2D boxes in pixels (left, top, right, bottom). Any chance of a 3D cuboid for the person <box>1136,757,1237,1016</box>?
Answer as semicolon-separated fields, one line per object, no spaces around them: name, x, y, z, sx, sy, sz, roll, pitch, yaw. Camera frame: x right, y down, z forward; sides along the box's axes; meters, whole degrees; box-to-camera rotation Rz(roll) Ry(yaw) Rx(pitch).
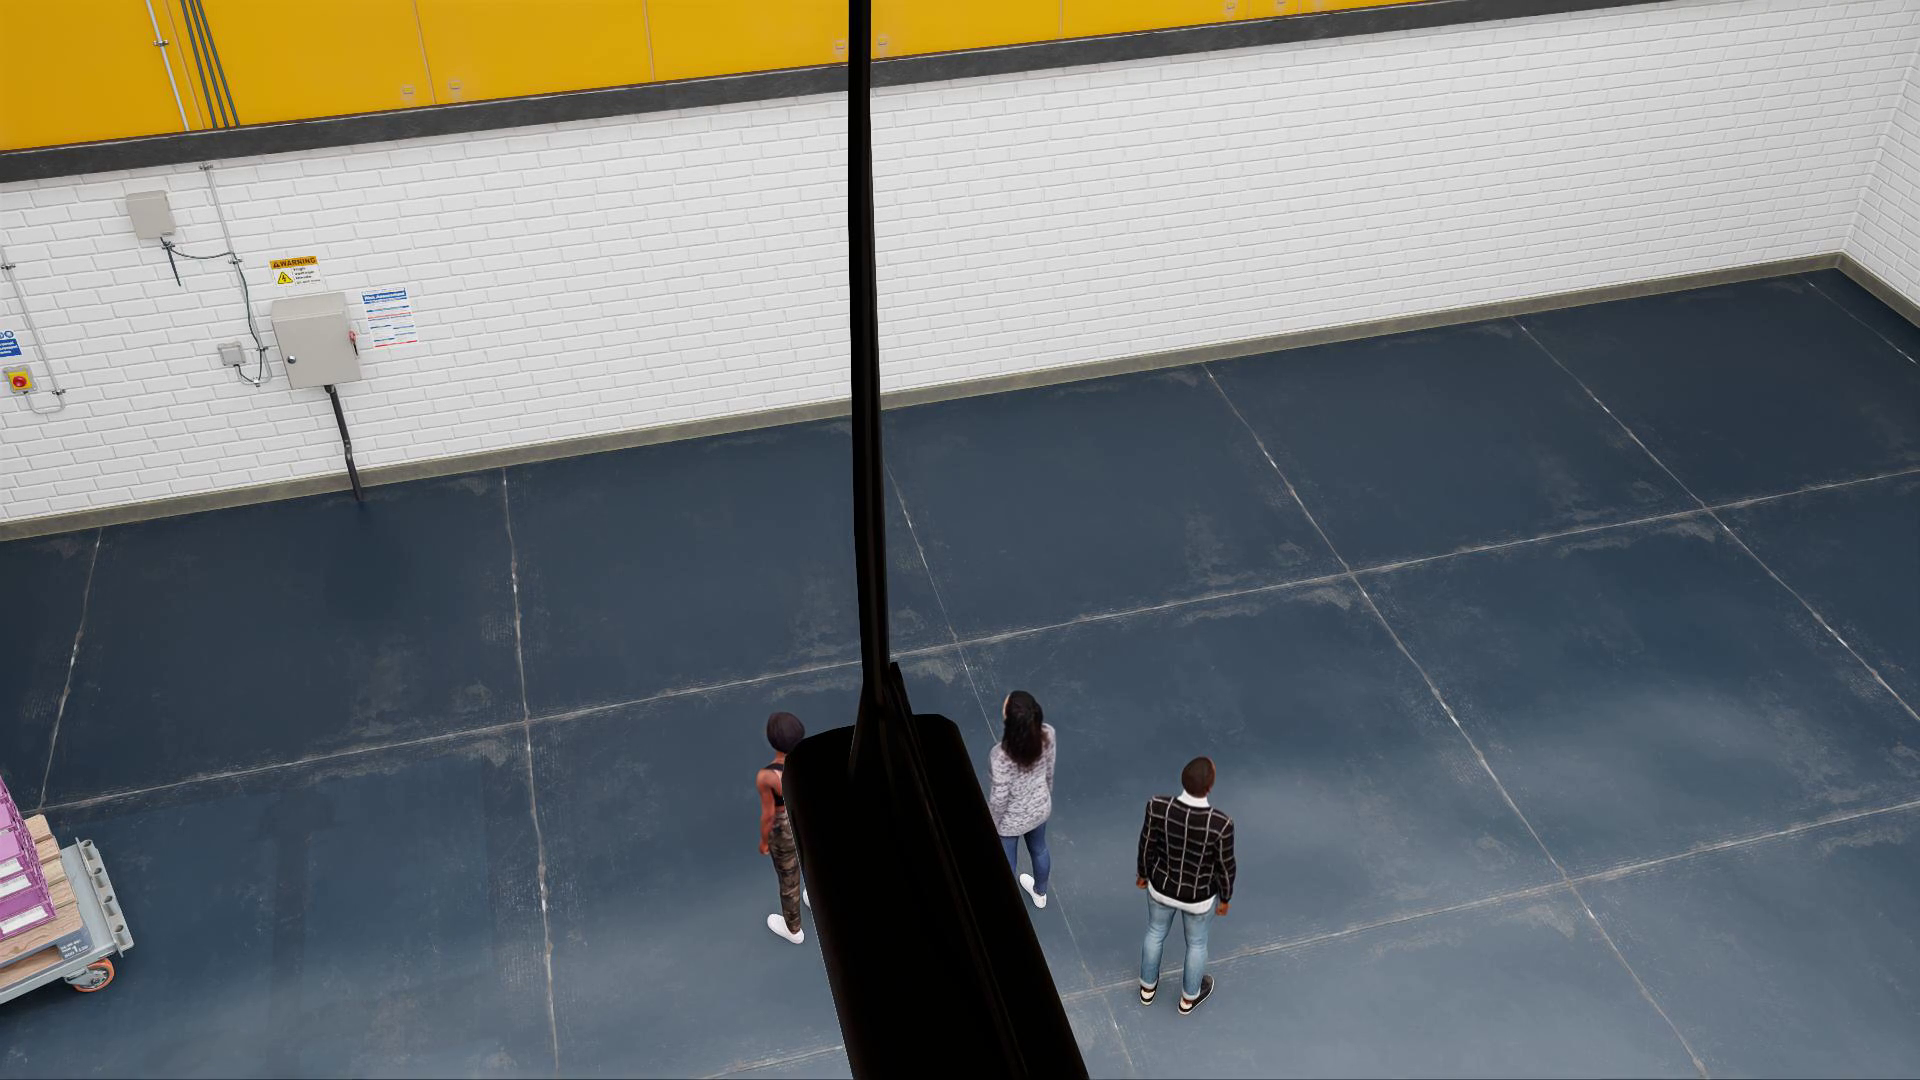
person;1.170;1.829;8.790;0.742;1.819;0.763;14;41;17

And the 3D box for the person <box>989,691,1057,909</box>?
person;0.334;1.496;9.276;0.677;1.733;0.654;-26;45;-29

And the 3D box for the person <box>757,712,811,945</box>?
person;-0.918;1.582;9.194;0.658;1.701;0.676;-31;48;-33
